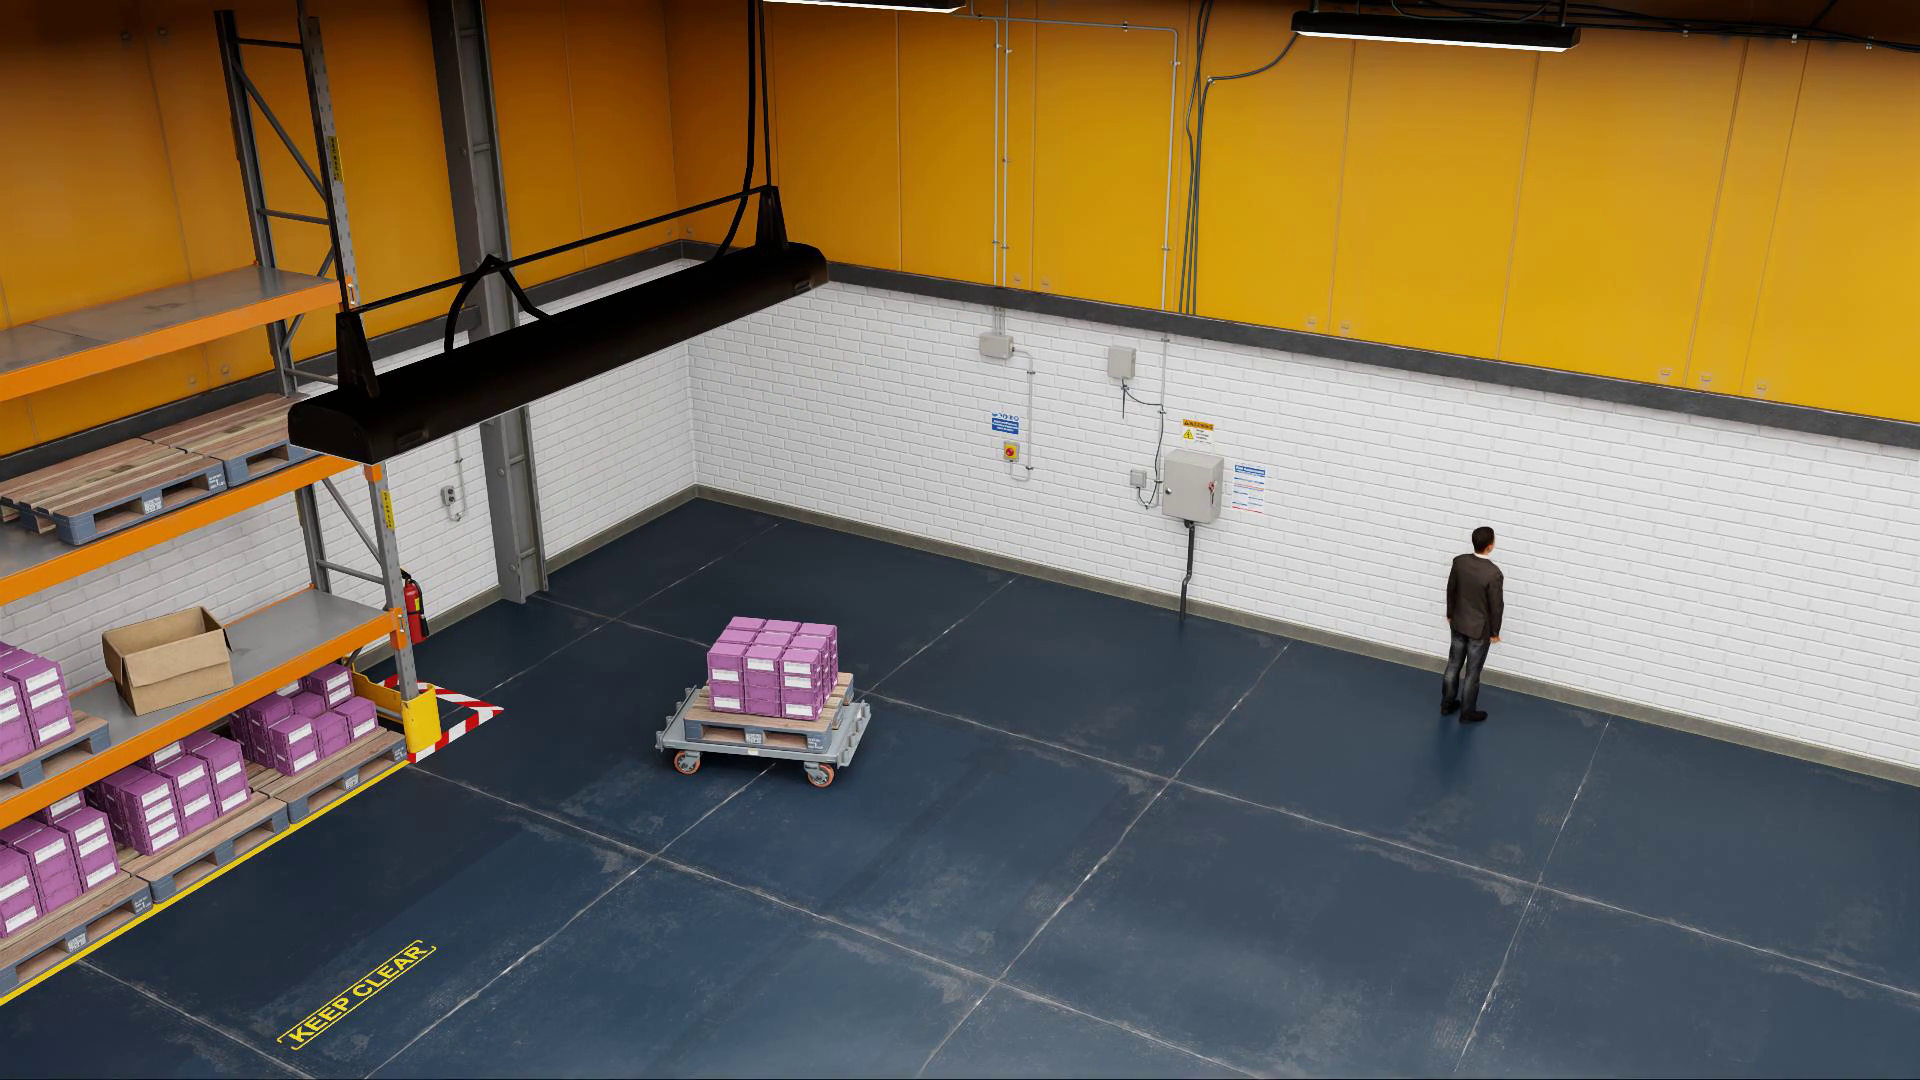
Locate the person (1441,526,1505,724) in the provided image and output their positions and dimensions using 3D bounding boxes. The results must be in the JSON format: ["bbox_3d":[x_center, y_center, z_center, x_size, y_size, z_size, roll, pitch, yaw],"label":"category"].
[{"bbox_3d":[4.436,0.718,14.423,0.686,1.804,0.753,-17,29,-34],"label":"person"}]
